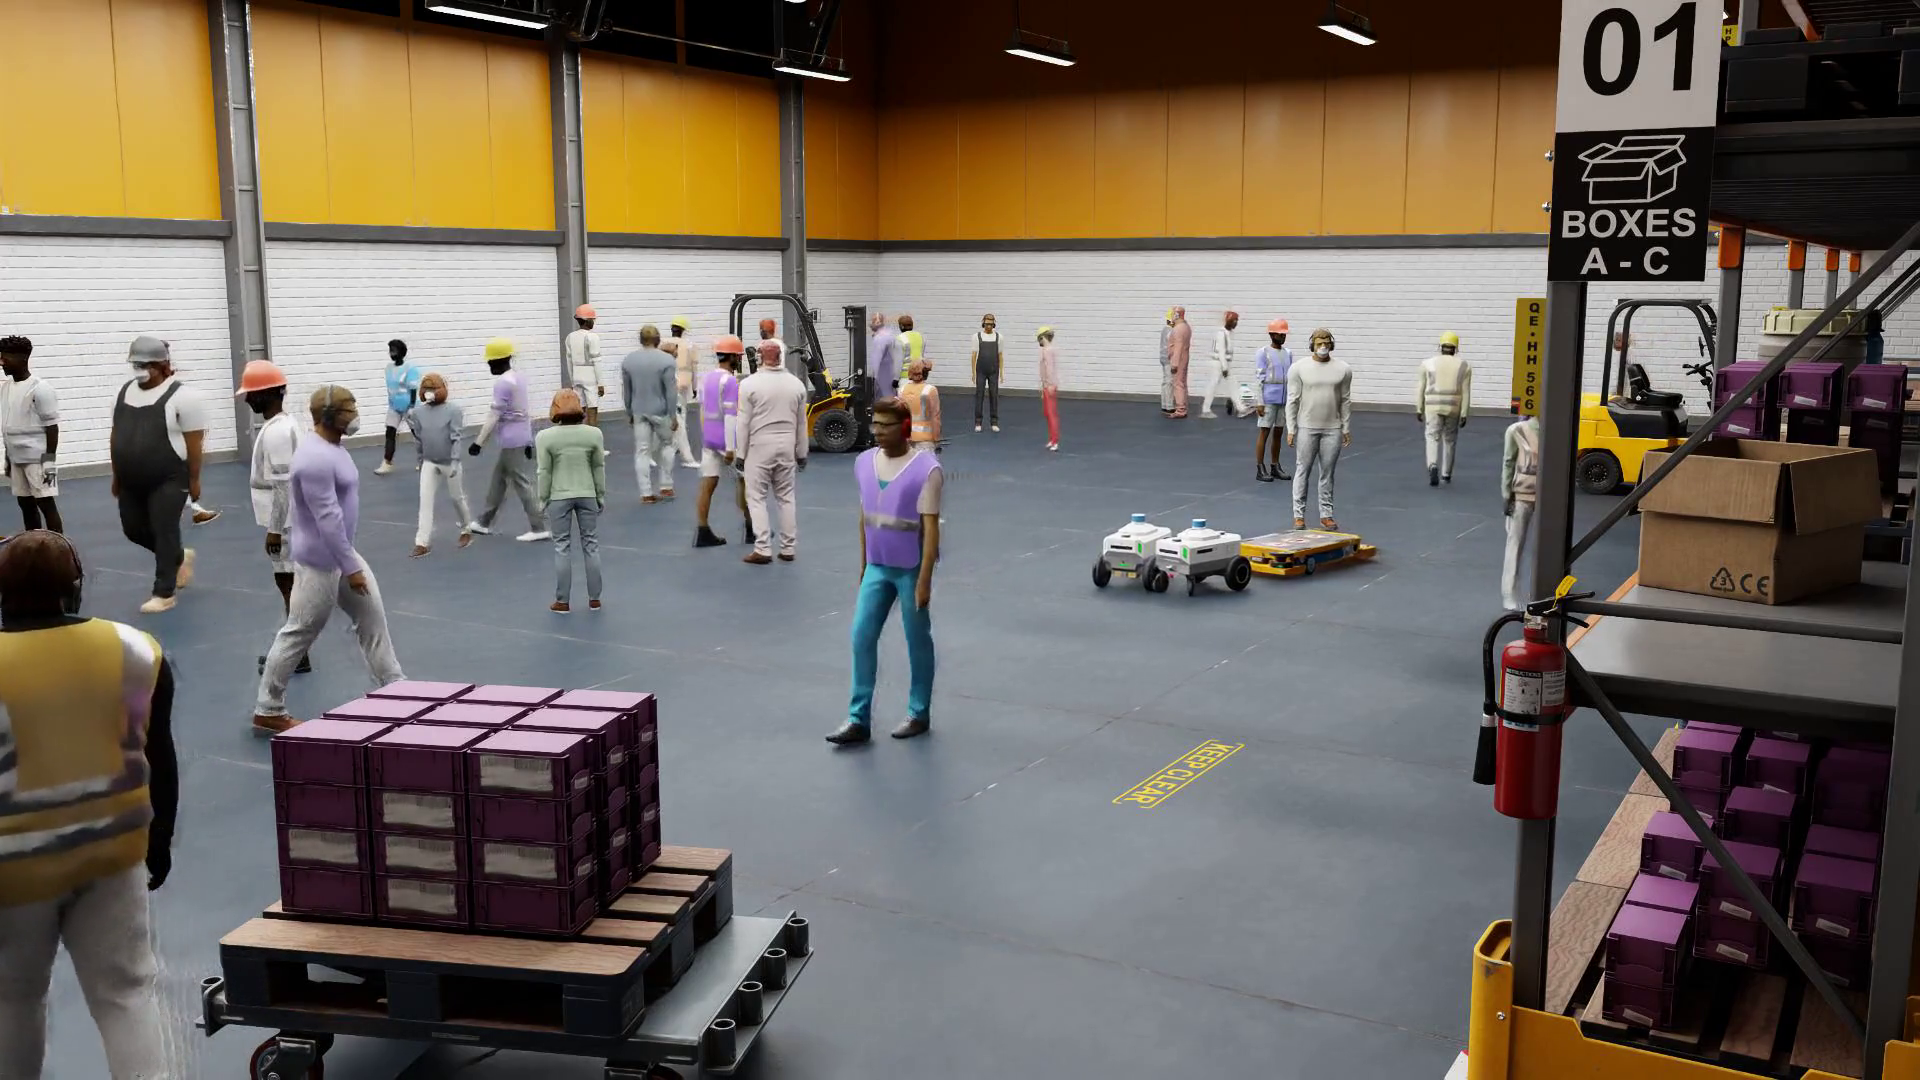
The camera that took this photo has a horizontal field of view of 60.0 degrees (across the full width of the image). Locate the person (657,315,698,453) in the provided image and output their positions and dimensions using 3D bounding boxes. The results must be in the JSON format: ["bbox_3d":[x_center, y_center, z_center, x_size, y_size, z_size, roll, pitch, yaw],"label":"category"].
[{"bbox_3d":[-3.879,-2.121,22.772,0.602,1.896,0.503,-3,10,-17],"label":"person"}]

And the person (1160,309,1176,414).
[{"bbox_3d":[3.698,-3.111,29.081,0.404,1.835,0.587,-1,9,-7],"label":"person"}]

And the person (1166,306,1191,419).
[{"bbox_3d":[3.695,-3.014,28.249,0.403,1.906,0.652,4,10,21],"label":"person"}]

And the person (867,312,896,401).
[{"bbox_3d":[-1.309,-2.498,25.144,0.962,1.861,0.658,-1,9,-9],"label":"person"}]

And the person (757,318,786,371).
[{"bbox_3d":[-2.545,-1.990,21.976,0.510,1.870,0.629,5,10,29],"label":"person"}]

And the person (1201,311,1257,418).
[{"bbox_3d":[4.530,-2.944,28.081,1.005,1.816,0.645,6,11,34],"label":"person"}]

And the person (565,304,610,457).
[{"bbox_3d":[-4.987,-2.124,22.270,0.605,2.045,0.377,6,11,35],"label":"person"}]

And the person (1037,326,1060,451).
[{"bbox_3d":[1.229,-2.111,23.202,0.336,1.718,0.682,1,9,4],"label":"person"}]

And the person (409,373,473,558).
[{"bbox_3d":[-4.575,-0.678,14.655,0.501,1.590,0.841,1,9,8],"label":"person"}]

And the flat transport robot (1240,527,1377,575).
[{"bbox_3d":[2.853,0.086,13.991,0.652,0.197,1.431,9,12,43],"label":"flat transport robot"}]

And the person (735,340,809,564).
[{"bbox_3d":[-1.601,-0.745,14.143,0.660,1.894,0.418,-7,12,-38],"label":"person"}]

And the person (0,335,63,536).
[{"bbox_3d":[-7.552,-0.677,13.497,0.610,1.958,0.365,5,10,29],"label":"person"}]

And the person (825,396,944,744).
[{"bbox_3d":[-0.401,0.174,8.607,0.605,1.816,0.789,7,11,36],"label":"person"}]

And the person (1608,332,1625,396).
[{"bbox_3d":[9.598,-2.212,24.154,0.686,1.615,0.498,5,10,26],"label":"person"}]

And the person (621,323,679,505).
[{"bbox_3d":[-3.260,-1.349,17.801,0.655,1.921,0.668,2,9,14],"label":"person"}]

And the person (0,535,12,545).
[{"bbox_3d":[-8.927,-0.791,14.714,0.830,1.804,0.556,-2,9,-13],"label":"person"}]

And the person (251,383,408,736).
[{"bbox_3d":[-3.305,0.117,8.810,1.039,1.887,0.636,-1,9,-5],"label":"person"}]

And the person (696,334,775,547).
[{"bbox_3d":[-2.051,-0.901,15.047,0.870,1.898,0.566,-8,12,-41],"label":"person"}]

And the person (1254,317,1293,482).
[{"bbox_3d":[3.738,-1.660,19.706,0.543,1.938,0.356,-6,11,-33],"label":"person"}]

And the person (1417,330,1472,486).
[{"bbox_3d":[5.603,-1.520,19.259,0.590,1.803,0.776,2,9,12],"label":"person"}]

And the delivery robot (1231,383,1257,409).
[{"bbox_3d":[4.917,-2.476,28.808,0.477,0.478,0.707,0,9,0],"label":"delivery robot"}]

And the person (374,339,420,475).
[{"bbox_3d":[-6.850,-1.639,20.462,0.545,1.651,0.866,4,10,25],"label":"person"}]

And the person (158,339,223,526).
[{"bbox_3d":[-7.668,-1.029,16.113,0.964,1.818,0.544,0,9,-3],"label":"person"}]

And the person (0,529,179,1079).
[{"bbox_3d":[-2.385,0.865,4.441,0.971,1.789,0.650,9,12,43],"label":"person"}]

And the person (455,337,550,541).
[{"bbox_3d":[-4.209,-0.905,15.171,0.874,1.880,0.591,-1,9,-6],"label":"person"}]

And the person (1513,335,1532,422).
[{"bbox_3d":[6.078,-1.336,17.543,0.462,1.991,0.798,5,10,29],"label":"person"}]

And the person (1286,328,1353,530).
[{"bbox_3d":[3.437,-1.057,15.936,0.638,1.938,0.356,-1,9,-3],"label":"person"}]

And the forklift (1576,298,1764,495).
[{"bbox_3d":[7.954,-1.589,18.462,2.313,2.155,1.214,5,11,30],"label":"forklift"}]

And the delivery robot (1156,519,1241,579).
[{"bbox_3d":[1.841,0.081,12.846,0.707,0.478,0.477,-8,12,-41],"label":"delivery robot"}]

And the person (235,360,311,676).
[{"bbox_3d":[-4.195,-0.135,10.201,0.362,1.934,0.543,-3,10,-20],"label":"person"}]

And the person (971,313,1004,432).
[{"bbox_3d":[0.430,-2.584,25.769,0.506,1.843,0.346,-1,9,-8],"label":"person"}]

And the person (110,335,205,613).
[{"bbox_3d":[-5.895,-0.518,12.256,0.694,2.000,0.742,2,9,11],"label":"person"}]

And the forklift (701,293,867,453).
[{"bbox_3d":[-2.458,-2.344,23.176,2.313,2.155,1.214,0,9,-2],"label":"forklift"}]

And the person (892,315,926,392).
[{"bbox_3d":[-0.790,-2.437,24.869,0.430,1.839,0.619,7,12,38],"label":"person"}]

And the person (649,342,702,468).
[{"bbox_3d":[-3.694,-1.707,21.048,0.839,1.599,0.525,0,9,3],"label":"person"}]

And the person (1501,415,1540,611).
[{"bbox_3d":[4.192,-0.296,12.125,0.521,1.636,0.310,-1,9,-4],"label":"person"}]

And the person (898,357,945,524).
[{"bbox_3d":[-0.392,-0.967,16.297,0.512,1.642,0.311,7,11,37],"label":"person"}]

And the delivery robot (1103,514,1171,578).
[{"bbox_3d":[1.403,0.038,13.114,0.477,0.478,0.707,5,10,27],"label":"delivery robot"}]

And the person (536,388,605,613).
[{"bbox_3d":[-2.812,-0.282,12.049,0.498,1.633,0.289,-5,10,-28],"label":"person"}]
